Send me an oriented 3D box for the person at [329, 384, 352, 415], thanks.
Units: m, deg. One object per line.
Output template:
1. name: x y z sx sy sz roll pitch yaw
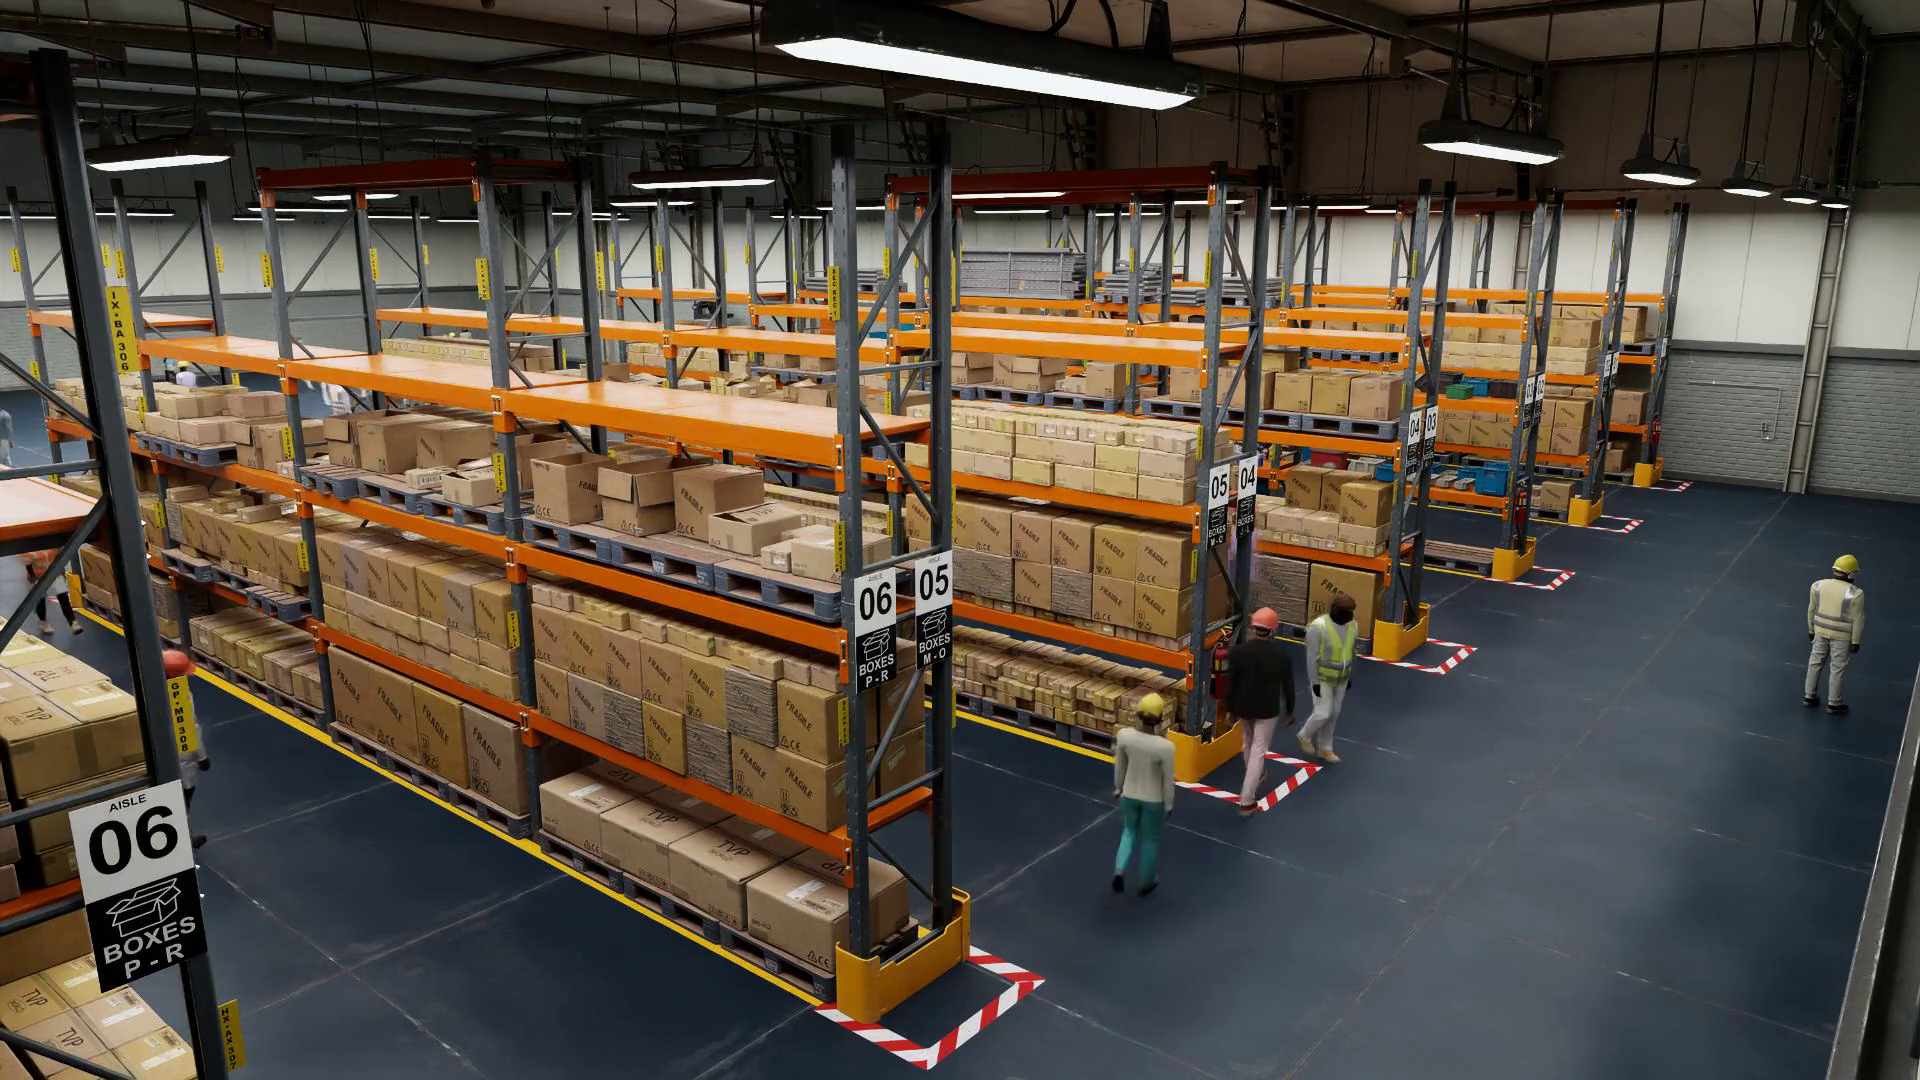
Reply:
1. person: -15.926 -3.360 32.649 0.661 1.822 0.658 7 15 26

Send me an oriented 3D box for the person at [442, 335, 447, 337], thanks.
1. person: -18.363 -6.378 44.947 0.673 1.872 0.878 -12 18 -40

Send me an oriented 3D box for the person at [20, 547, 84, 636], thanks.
1. person: -12.365 0.514 17.073 0.915 1.636 0.527 9 16 33

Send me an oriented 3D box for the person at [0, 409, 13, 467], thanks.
1. person: -21.142 -2.194 27.697 0.653 1.897 0.499 -3 14 -10

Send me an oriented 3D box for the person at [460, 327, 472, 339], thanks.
1. person: -20.629 -8.121 52.632 0.498 1.633 0.285 -13 19 -42

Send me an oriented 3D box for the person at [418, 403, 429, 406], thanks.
1. person: -15.478 -4.257 36.080 0.605 1.948 0.383 -4 14 -15

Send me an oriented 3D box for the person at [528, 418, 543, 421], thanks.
1. person: -9.963 -2.517 29.515 0.838 1.658 0.540 2 14 6

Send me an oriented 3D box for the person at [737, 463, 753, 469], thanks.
1. person: -5.044 -2.545 29.255 0.506 1.846 0.345 9 17 34

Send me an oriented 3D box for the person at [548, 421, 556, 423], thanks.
1. person: -9.966 -2.808 30.347 0.634 1.839 0.429 -7 15 -25

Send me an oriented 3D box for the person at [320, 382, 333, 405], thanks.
1. person: -20.350 -5.138 40.390 0.363 1.627 0.517 7 15 27

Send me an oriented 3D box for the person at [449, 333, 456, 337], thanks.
1. person: -19.019 -6.917 47.404 0.311 1.768 0.524 6 15 23

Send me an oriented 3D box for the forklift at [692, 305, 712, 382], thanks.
1. forklift: -9.511 -7.392 47.124 1.873 2.768 1.129 11 17 38

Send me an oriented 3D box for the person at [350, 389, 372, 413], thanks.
1. person: -17.911 -4.641 37.828 0.953 1.894 0.559 -2 14 -7

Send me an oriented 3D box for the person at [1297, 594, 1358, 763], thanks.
1. person: 3.820 1.425 12.979 0.648 1.821 0.443 -6 15 -24

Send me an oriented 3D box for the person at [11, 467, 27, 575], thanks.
1. person: -14.724 -0.246 19.856 0.520 1.827 0.979 -9 17 -34

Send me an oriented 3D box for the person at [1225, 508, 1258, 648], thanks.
1. person: 3.660 0.480 16.426 0.484 2.026 0.628 10 17 36

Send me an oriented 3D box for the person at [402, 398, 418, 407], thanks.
1. person: -15.673 -4.211 35.919 0.550 1.932 0.370 -4 14 -18

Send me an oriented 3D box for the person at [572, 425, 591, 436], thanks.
1. person: -7.754 -1.821 26.190 0.626 1.889 1.017 -5 14 -19

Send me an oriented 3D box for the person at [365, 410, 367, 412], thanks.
1. person: -12.229 -1.808 26.187 0.675 1.865 0.630 11 17 37

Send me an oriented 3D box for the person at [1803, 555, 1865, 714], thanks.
1. person: 10.037 1.063 14.438 0.404 1.833 0.587 -6 15 -25

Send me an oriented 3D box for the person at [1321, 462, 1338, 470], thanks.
1. person: 5.552 -0.185 19.226 0.699 2.000 0.605 -10 17 -36

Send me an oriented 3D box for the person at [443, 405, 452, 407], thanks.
1. person: -10.852 -1.958 26.778 0.643 1.869 0.869 -3 14 -13

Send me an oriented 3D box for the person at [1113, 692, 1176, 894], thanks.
1. person: 1.492 2.102 10.315 0.544 1.752 0.485 9 16 31

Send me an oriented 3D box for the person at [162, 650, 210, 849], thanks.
1. person: -6.951 1.853 11.101 0.706 1.883 0.377 7 15 25

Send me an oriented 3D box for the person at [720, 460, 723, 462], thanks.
1. person: -5.562 -2.608 29.985 0.559 1.609 0.509 -3 14 -12

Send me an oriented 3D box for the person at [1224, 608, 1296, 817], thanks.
1. person: 2.899 1.584 12.032 0.611 1.947 0.978 10 17 34

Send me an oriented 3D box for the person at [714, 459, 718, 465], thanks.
1. person: -5.744 -2.489 28.851 0.586 1.928 0.369 -6 15 -24

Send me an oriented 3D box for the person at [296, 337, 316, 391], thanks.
1. person: -23.098 -6.136 43.947 1.019 1.898 0.630 3 14 12

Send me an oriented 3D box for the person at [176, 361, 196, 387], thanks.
1. person: -21.888 -4.112 35.569 0.661 1.902 0.608 5 15 20

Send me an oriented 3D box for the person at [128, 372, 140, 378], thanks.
1. person: -26.169 -5.154 39.788 0.664 1.951 0.578 -4 14 -15

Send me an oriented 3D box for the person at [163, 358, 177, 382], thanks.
1. person: -28.523 -6.396 45.453 0.765 1.671 0.537 -5 15 -20
